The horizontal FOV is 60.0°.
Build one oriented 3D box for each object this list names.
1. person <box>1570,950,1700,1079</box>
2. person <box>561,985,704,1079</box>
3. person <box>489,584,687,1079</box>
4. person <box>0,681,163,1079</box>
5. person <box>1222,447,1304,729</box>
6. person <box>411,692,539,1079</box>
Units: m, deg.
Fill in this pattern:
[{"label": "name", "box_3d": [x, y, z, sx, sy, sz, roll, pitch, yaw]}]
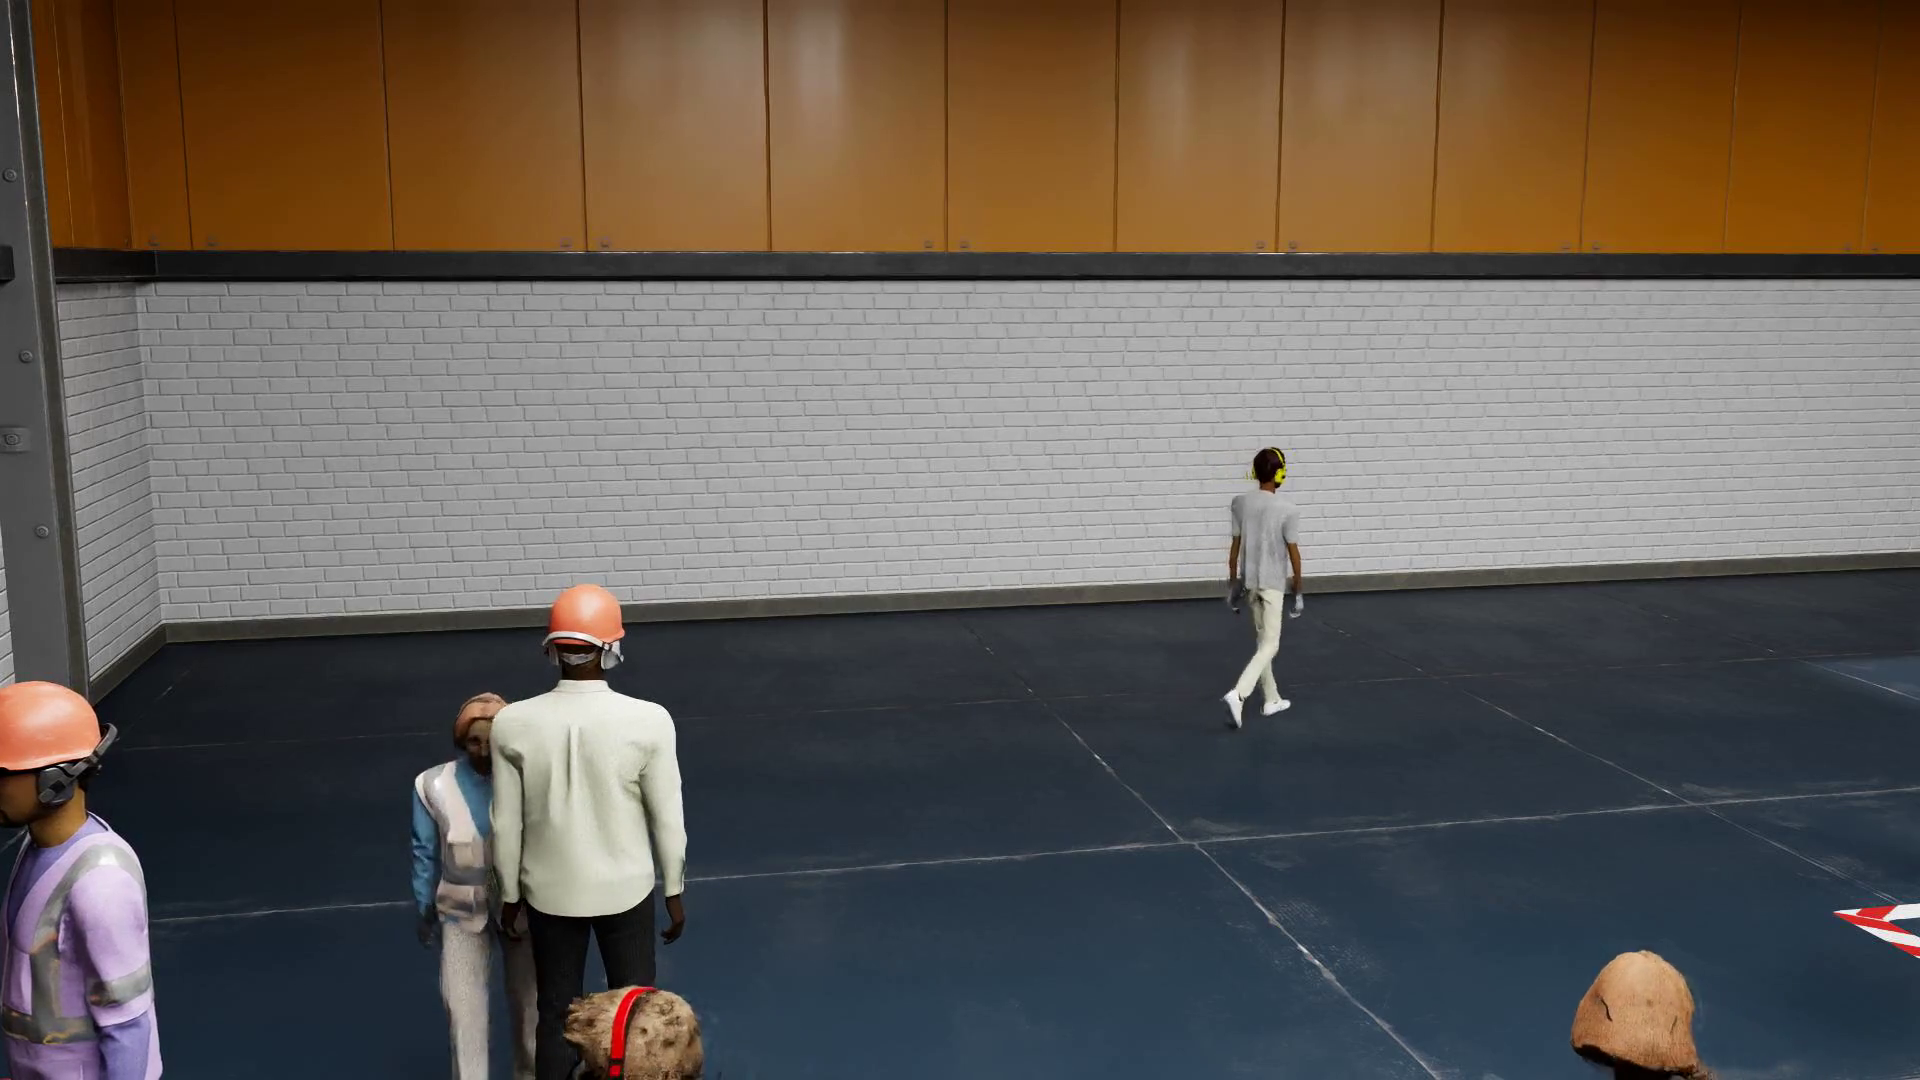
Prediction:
[{"label": "person", "box_3d": [1.393, 1.663, 3.396, 0.539, 1.596, 0.739, 0, 9, 0]}, {"label": "person", "box_3d": [-0.515, 1.636, 2.877, 0.598, 1.817, 0.561, 4, 10, 24]}, {"label": "person", "box_3d": [-1.200, 1.130, 5.430, 0.623, 1.992, 0.397, 0, 9, -3]}, {"label": "person", "box_3d": [-2.138, 1.338, 4.012, 0.375, 2.043, 0.611, -8, 13, -42]}, {"label": "person", "box_3d": [1.983, 0.309, 10.928, 0.518, 1.841, 0.842, 8, 12, 41]}, {"label": "person", "box_3d": [-1.561, 1.298, 5.588, 0.549, 1.592, 0.824, -2, 9, -10]}]
